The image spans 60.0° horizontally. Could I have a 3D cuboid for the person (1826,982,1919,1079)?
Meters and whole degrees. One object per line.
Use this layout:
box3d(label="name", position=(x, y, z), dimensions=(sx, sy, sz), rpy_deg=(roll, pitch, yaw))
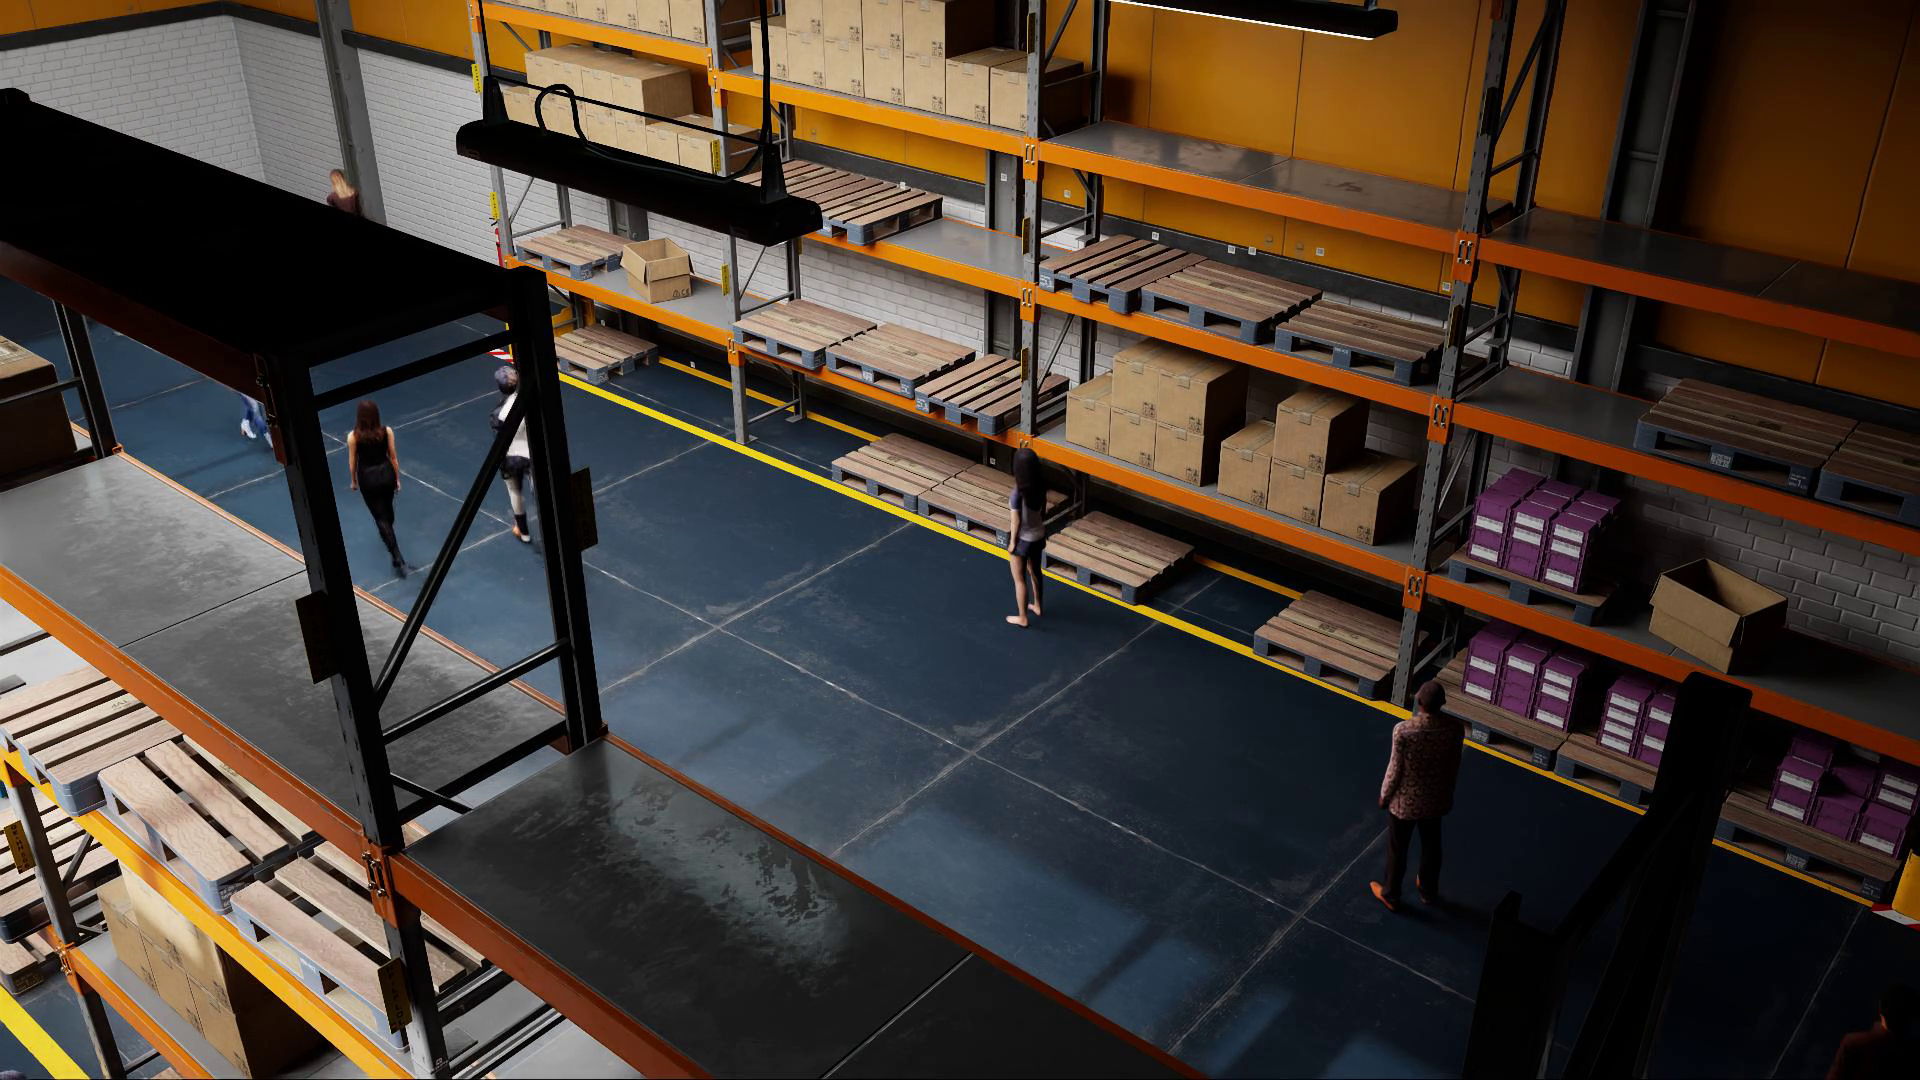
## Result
box3d(label="person", position=(4.883, 3.154, 8.913), dimensions=(0.967, 1.765, 0.941), rpy_deg=(6, 29, 11))

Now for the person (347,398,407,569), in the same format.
box3d(label="person", position=(-5.493, -0.502, 15.732), dimensions=(0.799, 1.653, 1.186), rpy_deg=(-19, 34, -31))

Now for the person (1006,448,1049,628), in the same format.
box3d(label="person", position=(0.592, -0.034, 14.819), dimensions=(0.508, 1.706, 0.593), rpy_deg=(23, 36, 36))

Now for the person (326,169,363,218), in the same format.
box3d(label="person", position=(-8.141, -4.094, 22.319), dimensions=(0.801, 1.652, 1.190), rpy_deg=(-19, 34, -31))

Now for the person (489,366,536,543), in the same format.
box3d(label="person", position=(-4.152, -0.740, 15.941), dimensions=(0.873, 1.871, 1.175), rpy_deg=(-19, 34, -31))

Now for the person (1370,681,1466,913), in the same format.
box3d(label="person", position=(3.152, 1.760, 11.424), dimensions=(0.767, 1.807, 0.817), rpy_deg=(-4, 29, -7))
